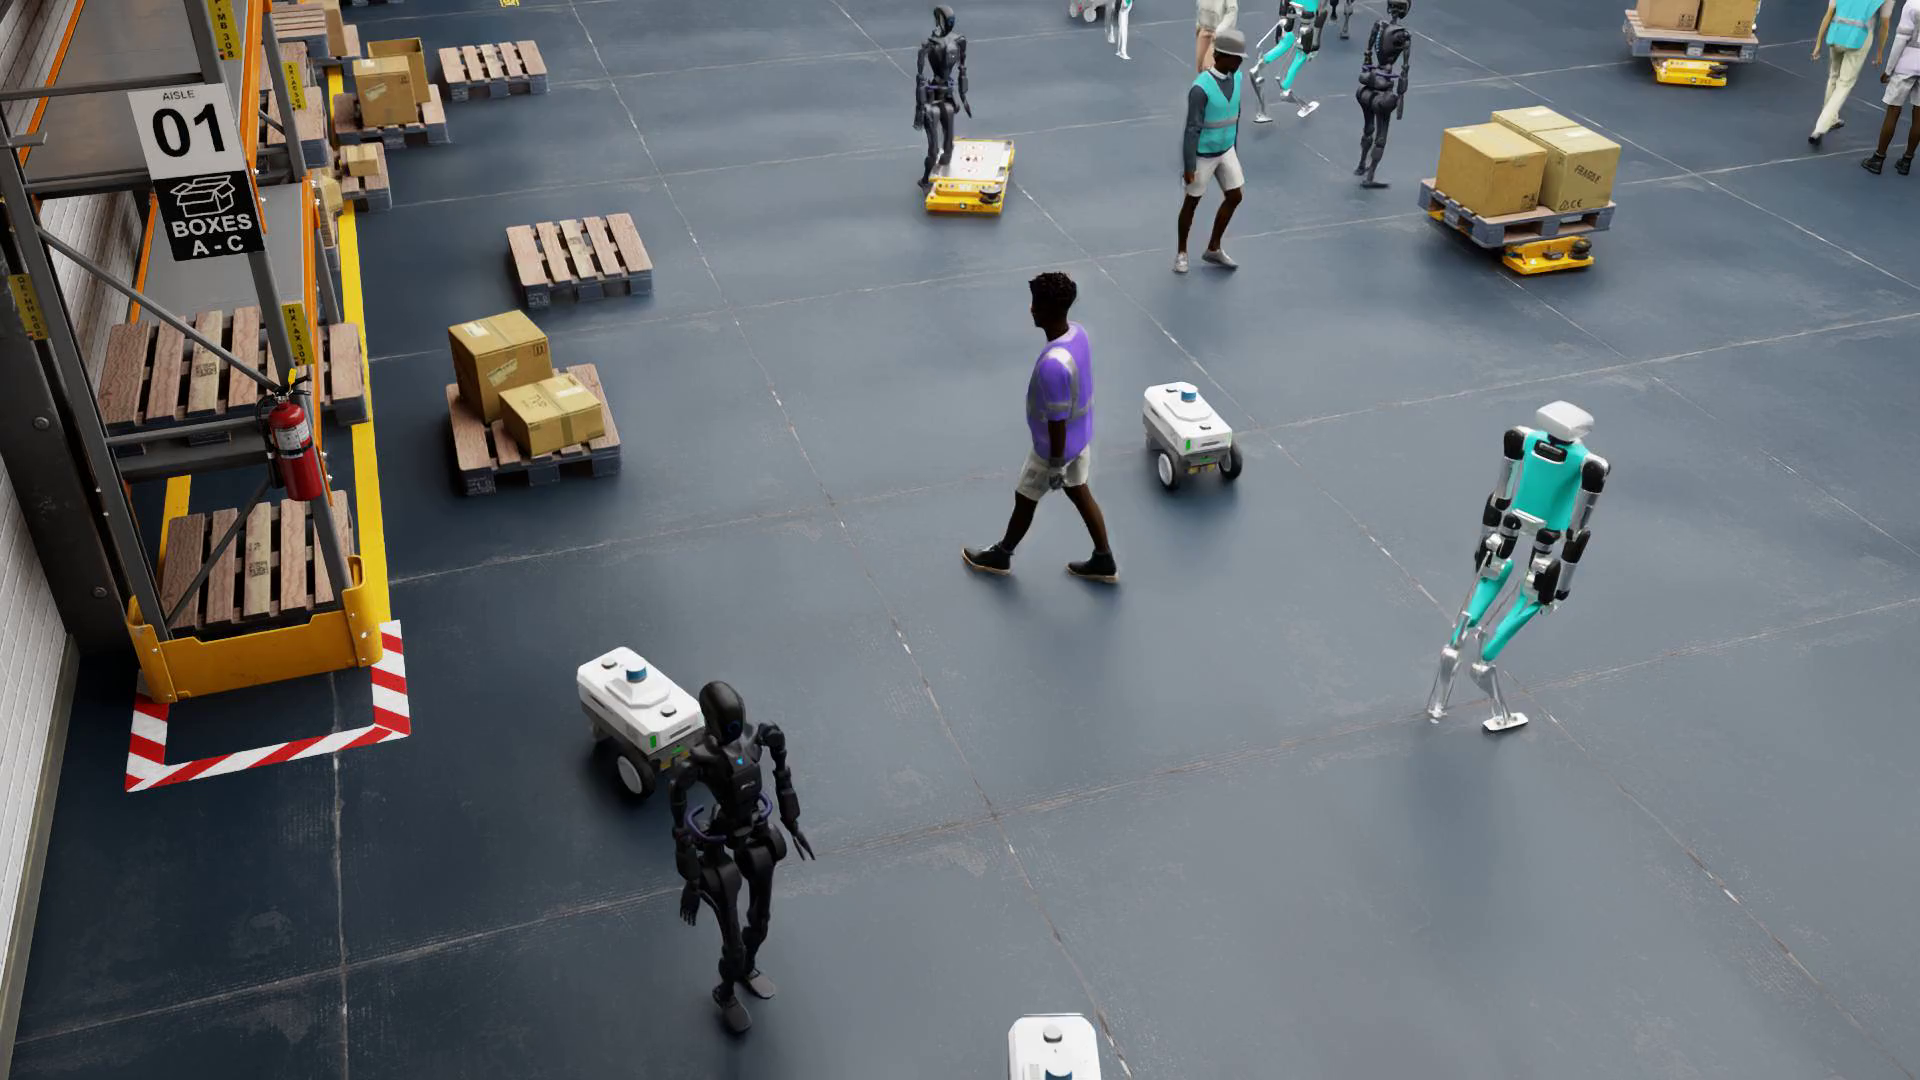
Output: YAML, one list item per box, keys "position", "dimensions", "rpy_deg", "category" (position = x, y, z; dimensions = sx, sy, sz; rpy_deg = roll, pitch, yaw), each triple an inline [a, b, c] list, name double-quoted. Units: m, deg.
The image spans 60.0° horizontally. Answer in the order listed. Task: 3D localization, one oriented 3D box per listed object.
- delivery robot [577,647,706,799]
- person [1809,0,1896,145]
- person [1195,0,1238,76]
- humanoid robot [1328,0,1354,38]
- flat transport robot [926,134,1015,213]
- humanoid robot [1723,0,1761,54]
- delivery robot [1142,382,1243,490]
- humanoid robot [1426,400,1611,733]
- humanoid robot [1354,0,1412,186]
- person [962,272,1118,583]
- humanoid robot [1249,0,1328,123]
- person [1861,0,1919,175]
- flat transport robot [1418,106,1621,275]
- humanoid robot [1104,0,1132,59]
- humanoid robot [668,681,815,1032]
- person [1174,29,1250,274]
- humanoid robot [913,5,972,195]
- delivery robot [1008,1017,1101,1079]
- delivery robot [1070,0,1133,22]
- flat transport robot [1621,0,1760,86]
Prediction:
- position: [-1.568, 0.854, 8.271]
  dimensions: [0.517, 0.578, 0.746]
  rpy_deg: [-27, 42, -35]
  category: "delivery robot"
- position: [8.310, -4.629, 15.553]
  dimensions: [0.858, 1.810, 0.570]
  rpy_deg: [-22, 39, -30]
  category: "person"
- position: [2.472, -4.947, 16.197]
  dimensions: [0.475, 1.639, 0.497]
  rpy_deg: [-25, 41, -33]
  category: "person"
- position: [4.326, -6.509, 18.597]
  dimensions: [0.609, 1.620, 0.789]
  rpy_deg: [6, 34, 9]
  category: "humanoid robot"
- position: [0.106, -3.285, 14.897]
  dimensions: [0.659, 0.231, 1.431]
  rpy_deg: [4, 33, 5]
  category: "flat transport robot"
- position: [8.361, -5.903, 17.585]
  dimensions: [0.543, 1.812, 0.687]
  rpy_deg: [4, 33, 6]
  category: "humanoid robot"
- position: [1.466, -0.708, 10.676]
  dimensions: [0.525, 0.587, 0.734]
  rpy_deg: [-10, 35, -15]
  category: "delivery robot"
- position: [2.656, 0.236, 8.166]
  dimensions: [0.796, 1.786, 0.530]
  rpy_deg: [-27, 42, -35]
  category: "humanoid robot"
- position: [3.702, -3.990, 14.702]
  dimensions: [0.378, 1.646, 0.590]
  rpy_deg: [-17, 37, -24]
  category: "humanoid robot"
- position: [0.502, -0.603, 9.284]
  dimensions: [0.936, 1.913, 0.609]
  rpy_deg: [12, 35, 17]
  category: "person"
- position: [3.112, -4.745, 15.810]
  dimensions: [1.041, 1.746, 0.546]
  rpy_deg: [-24, 40, -32]
  category: "humanoid robot"
- position: [8.507, -4.211, 14.790]
  dimensions: [0.542, 1.939, 0.361]
  rpy_deg: [5, 33, 8]
  category: "person"
- position: [4.560, -2.589, 13.829]
  dimensions: [0.659, 0.231, 1.431]
  rpy_deg: [-11, 35, -16]
  category: "flat transport robot"
- position: [1.753, -6.176, 18.008]
  dimensions: [0.543, 1.765, 0.955]
  rpy_deg: [-8, 34, -12]
  category: "humanoid robot"
- position: [-0.875, 1.243, 6.667]
  dimensions: [0.601, 1.661, 0.340]
  rpy_deg: [-25, 40, -33]
  category: "humanoid robot"
- position: [1.972, -3.003, 12.956]
  dimensions: [0.661, 1.914, 0.599]
  rpy_deg: [-22, 39, -29]
  category: "person"
- position: [-0.172, -3.821, 14.437]
  dimensions: [0.592, 1.637, 0.374]
  rpy_deg: [-26, 41, -33]
  category: "humanoid robot"
- position: [0.365, 2.194, 6.247]
  dimensions: [0.499, 0.612, 0.805]
  rpy_deg: [-1, 33, -1]
  category: "delivery robot"
- position: [1.635, -6.369, 19.382]
  dimensions: [0.785, 0.613, 0.507]
  rpy_deg: [-29, 43, -36]
  category: "delivery robot"
- position: [7.735, -5.167, 17.783]
  dimensions: [0.659, 0.231, 1.431]
  rpy_deg: [6, 34, 10]
  category: "flat transport robot"
